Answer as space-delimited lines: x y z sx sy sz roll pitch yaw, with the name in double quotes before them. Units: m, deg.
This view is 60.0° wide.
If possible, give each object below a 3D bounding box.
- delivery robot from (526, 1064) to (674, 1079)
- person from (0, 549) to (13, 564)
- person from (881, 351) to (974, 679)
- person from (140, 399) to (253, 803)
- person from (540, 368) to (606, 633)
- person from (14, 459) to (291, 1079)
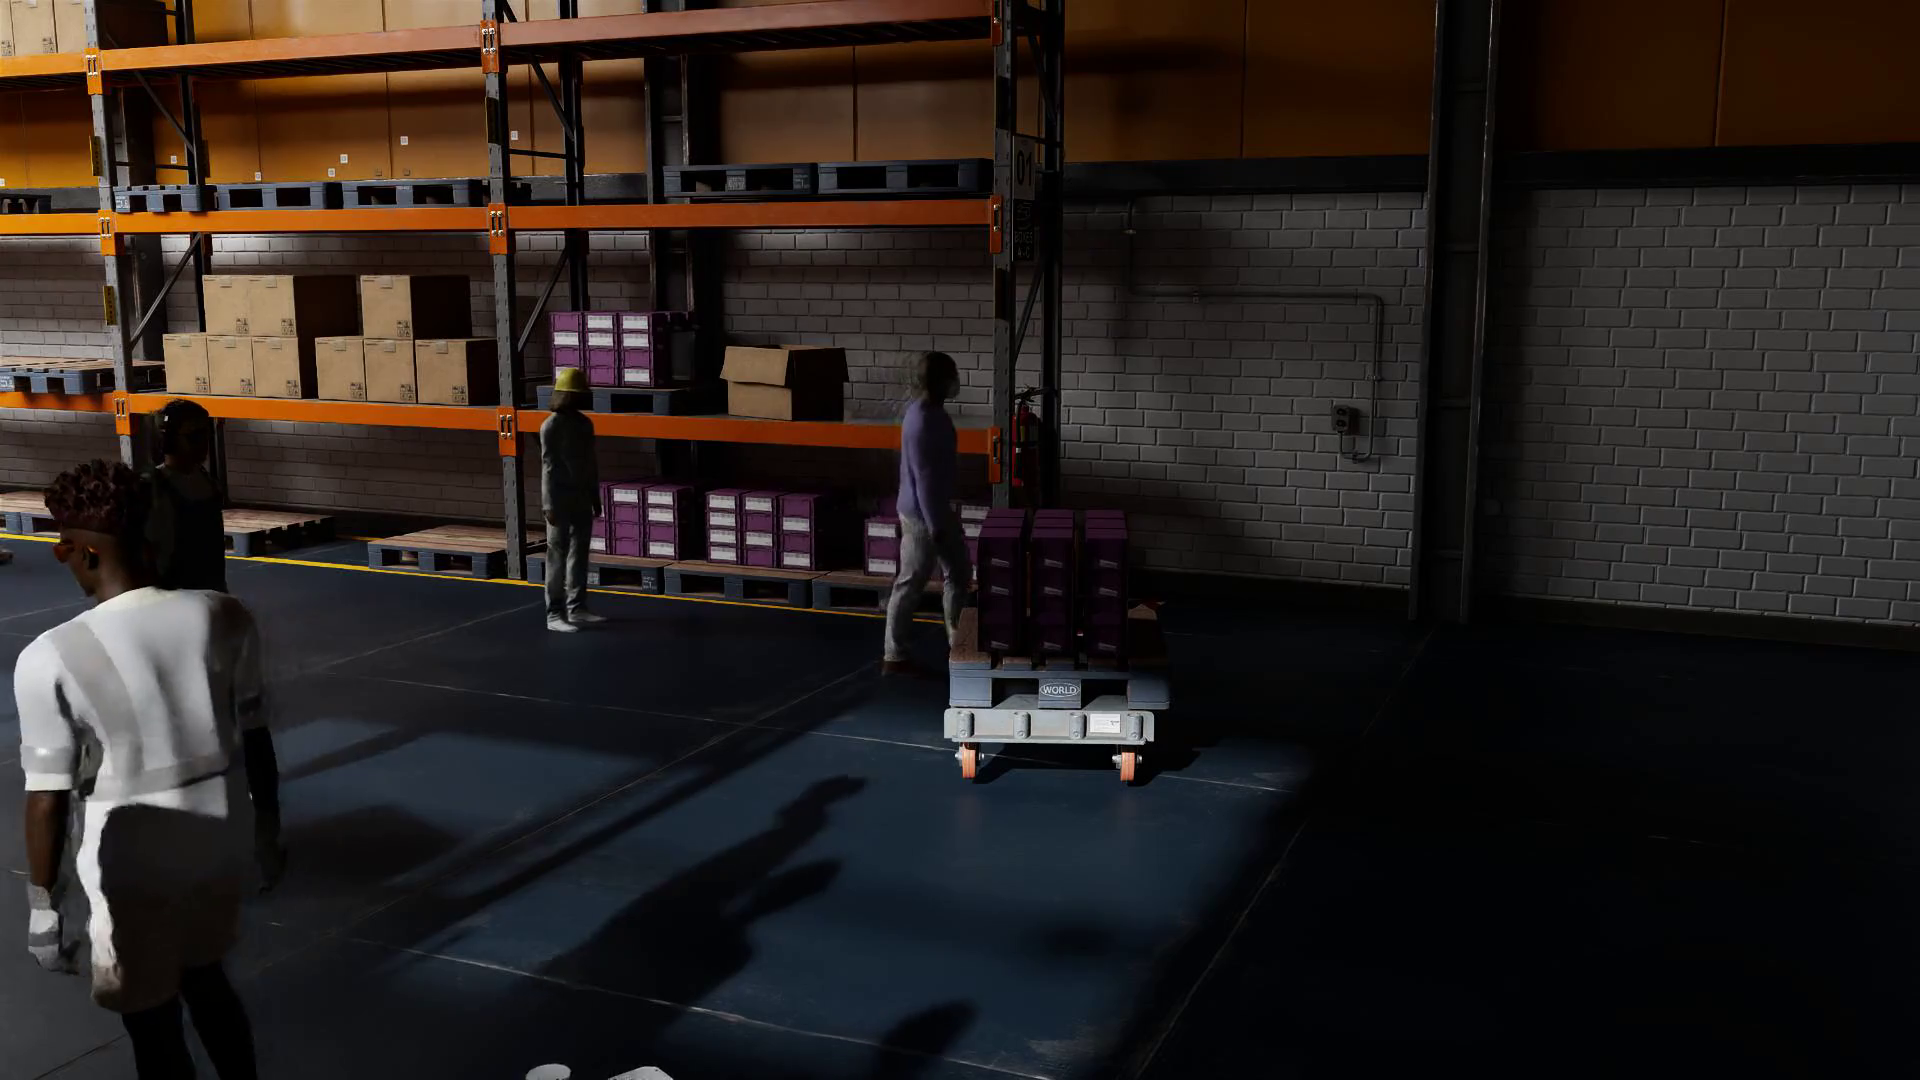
"delivery robot" -0.945 1.464 3.866 0.707 0.478 0.477 -8 12 -39
"person" -7.884 -0.730 12.984 0.610 1.995 0.866 0 9 2
"person" -0.082 -0.126 9.598 0.839 1.910 0.654 1 10 8
"person" -3.336 0.311 7.217 0.412 1.841 0.557 2 10 10
"person" -2.553 -0.266 10.976 0.321 1.738 0.490 5 11 26
"person" -1.967 0.772 4.097 0.426 1.953 0.663 5 11 29
